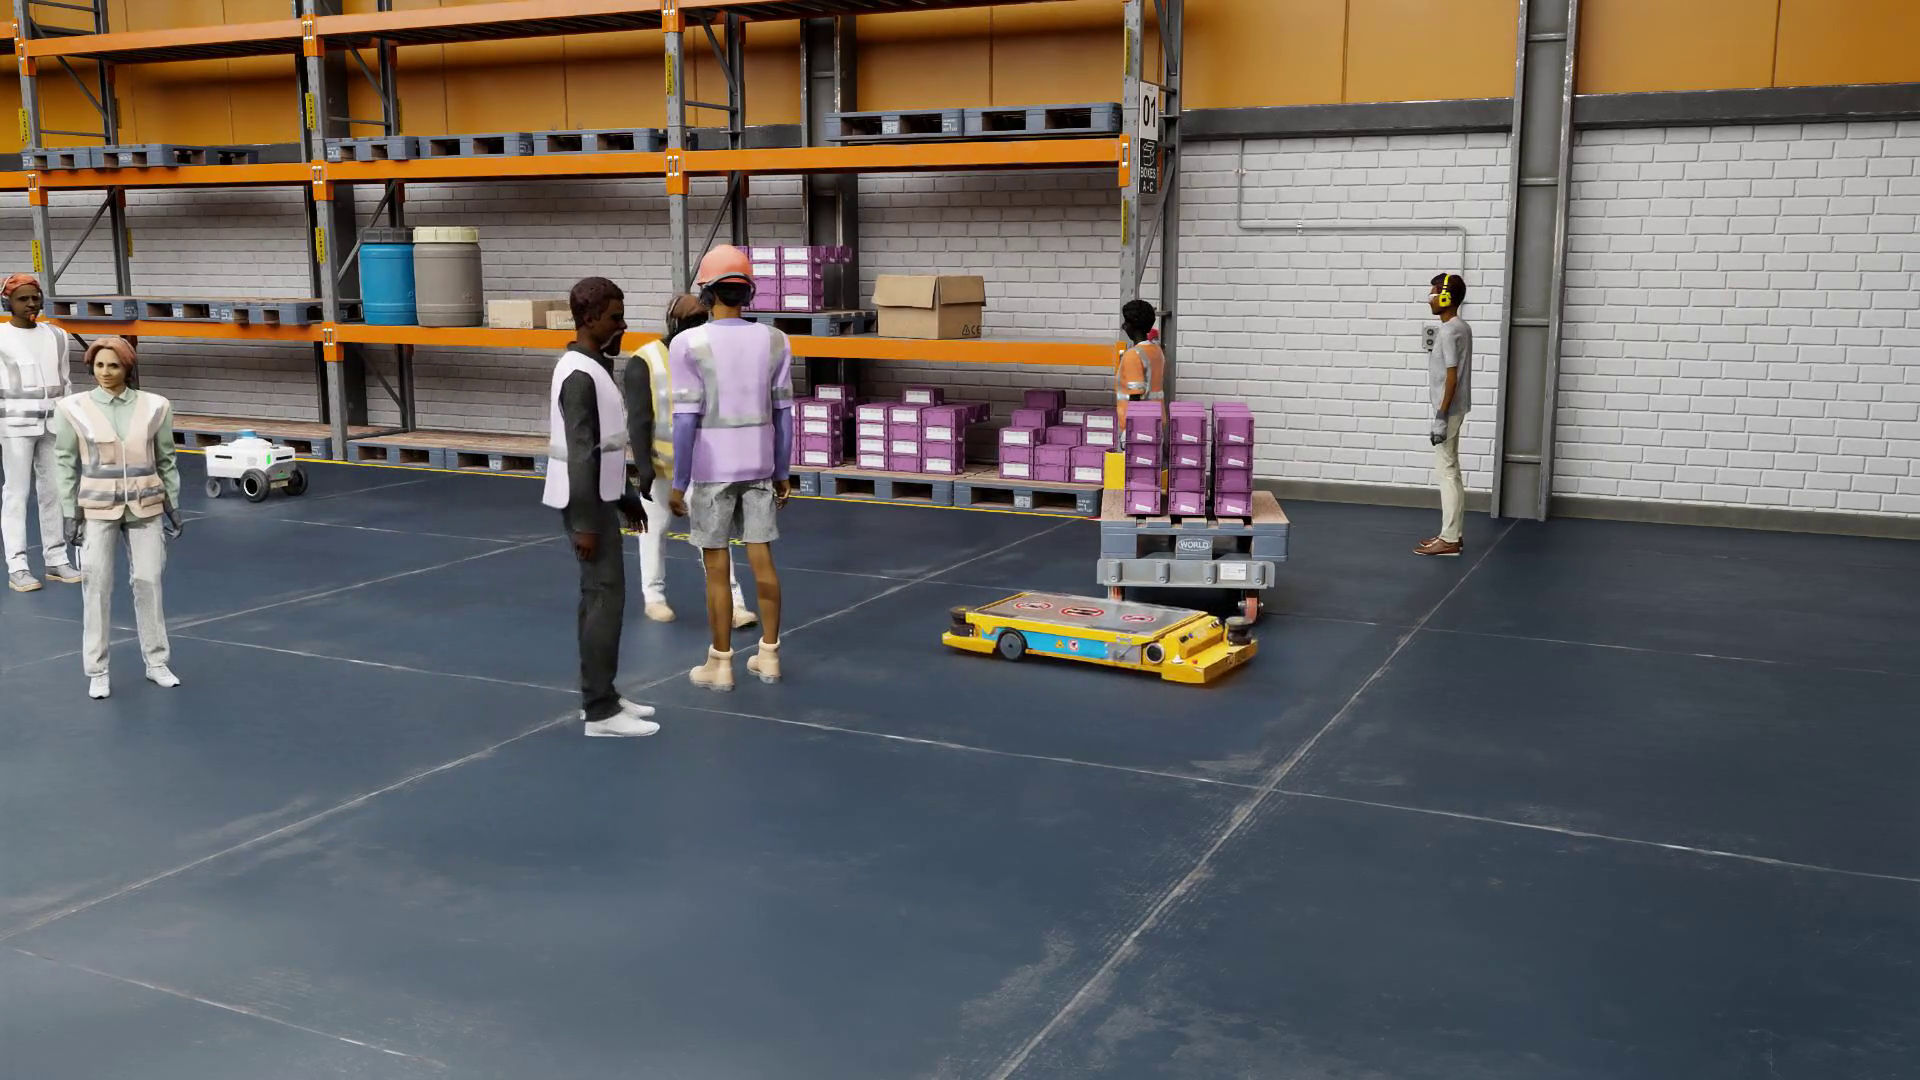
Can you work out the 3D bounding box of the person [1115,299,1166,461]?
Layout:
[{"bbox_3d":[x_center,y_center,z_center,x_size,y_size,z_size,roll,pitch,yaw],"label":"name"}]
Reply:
[{"bbox_3d":[1.194,-0.743,11.040,0.317,1.697,0.540,5,11,25],"label":"person"}]

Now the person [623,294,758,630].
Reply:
[{"bbox_3d":[-1.462,-0.399,8.839,0.631,1.790,0.912,-7,12,-33],"label":"person"}]

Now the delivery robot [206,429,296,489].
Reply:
[{"bbox_3d":[-5.779,-0.659,13.551,0.707,0.478,0.477,3,10,22],"label":"delivery robot"}]

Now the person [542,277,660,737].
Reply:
[{"bbox_3d":[-1.519,-0.138,6.981,0.442,1.914,0.611,-2,10,-9],"label":"person"}]

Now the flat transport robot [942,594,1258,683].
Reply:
[{"bbox_3d":[0.687,0.457,8.257,1.431,0.197,0.652,6,12,31],"label":"flat transport robot"}]

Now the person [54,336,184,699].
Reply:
[{"bbox_3d":[-3.825,-0.109,7.594,0.515,1.636,0.314,-8,13,-38],"label":"person"}]

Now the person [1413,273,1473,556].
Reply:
[{"bbox_3d":[3.224,-0.827,11.039,0.309,1.868,0.535,5,11,25],"label":"person"}]

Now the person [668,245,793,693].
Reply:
[{"bbox_3d":[-1.066,-0.325,7.666,0.616,2.041,0.383,-7,12,-35],"label":"person"}]

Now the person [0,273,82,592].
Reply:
[{"bbox_3d":[-5.553,-0.646,9.957,0.338,1.882,0.583,5,11,27],"label":"person"}]
